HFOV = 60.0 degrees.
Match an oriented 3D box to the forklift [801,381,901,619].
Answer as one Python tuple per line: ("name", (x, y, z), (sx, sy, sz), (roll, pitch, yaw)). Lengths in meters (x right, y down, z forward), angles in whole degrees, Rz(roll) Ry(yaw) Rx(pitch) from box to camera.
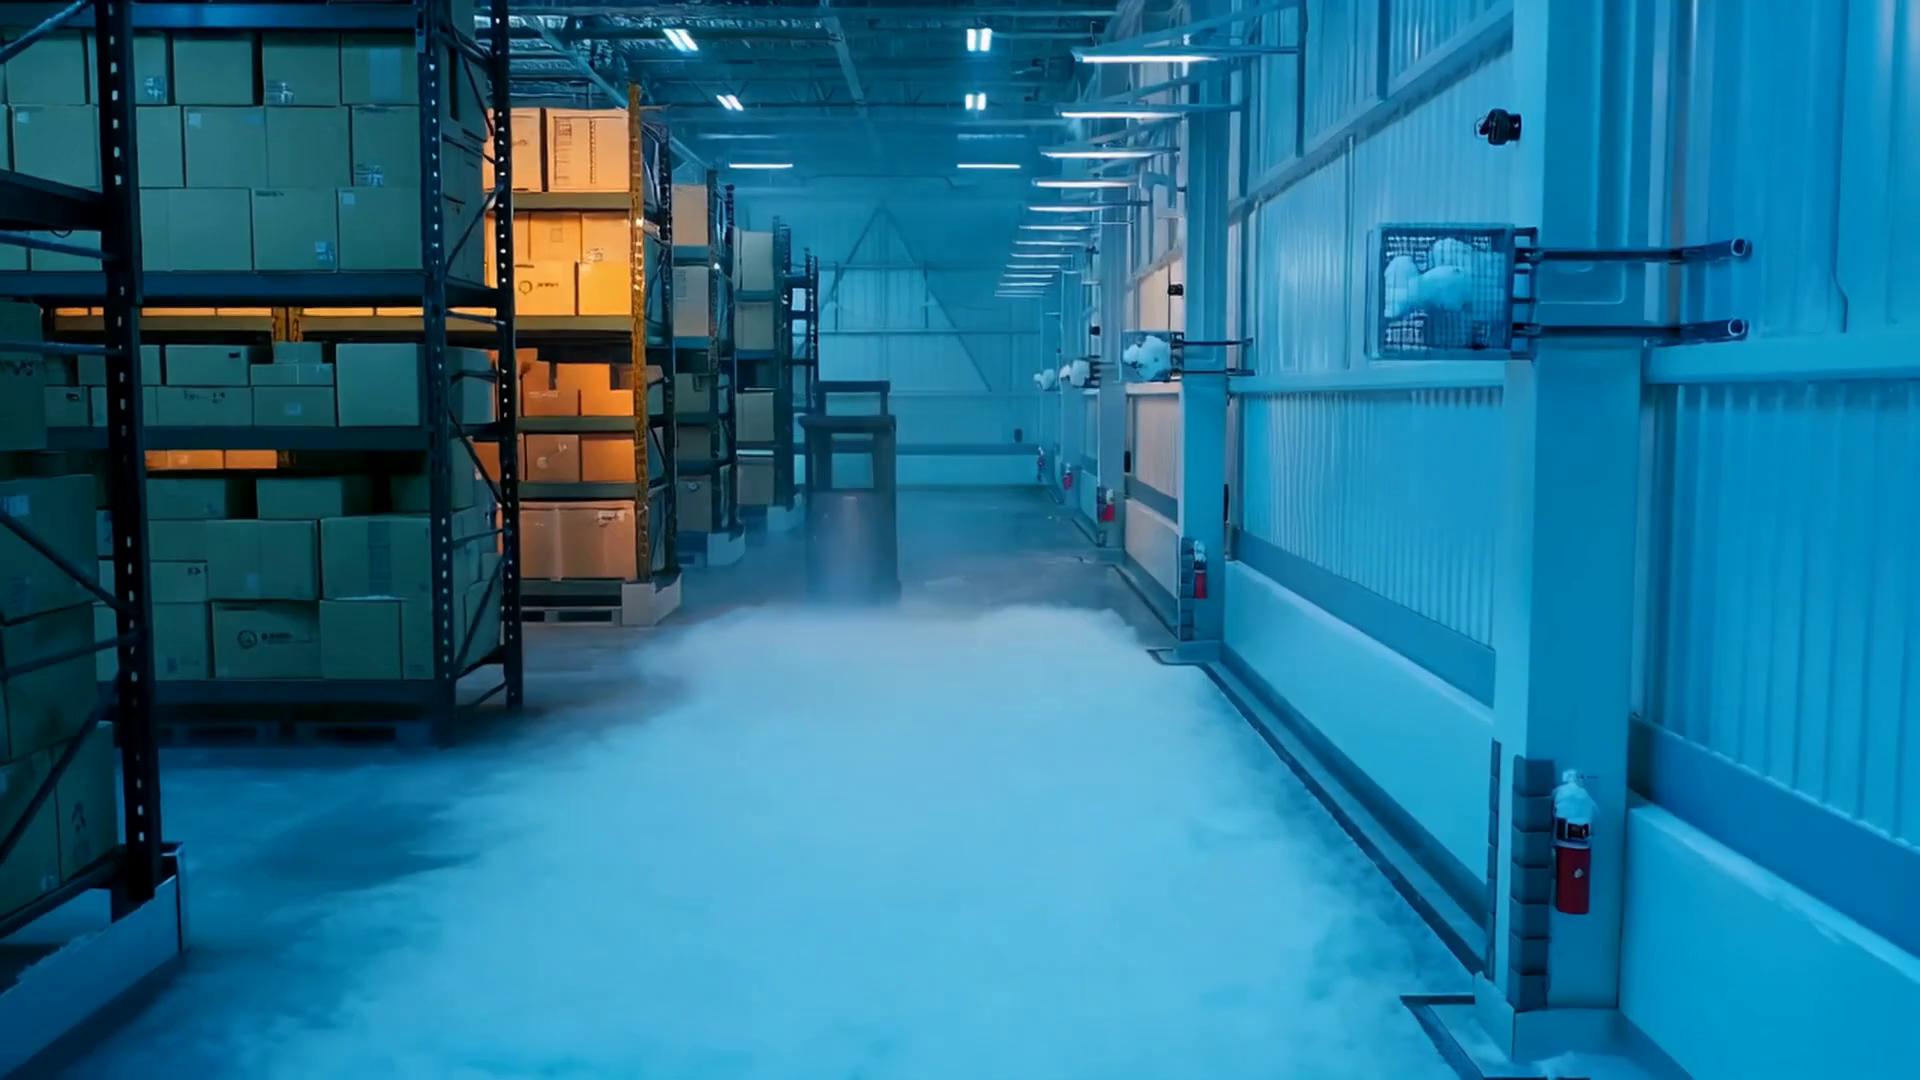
("forklift", (-1.296, -0.536, 20.157), (1.129, 2.768, 1.873), (0, 5, 0))

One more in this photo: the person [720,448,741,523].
("person", (-4.130, -0.752, 29.240), (0.711, 1.729, 0.561), (4, 7, 41))
